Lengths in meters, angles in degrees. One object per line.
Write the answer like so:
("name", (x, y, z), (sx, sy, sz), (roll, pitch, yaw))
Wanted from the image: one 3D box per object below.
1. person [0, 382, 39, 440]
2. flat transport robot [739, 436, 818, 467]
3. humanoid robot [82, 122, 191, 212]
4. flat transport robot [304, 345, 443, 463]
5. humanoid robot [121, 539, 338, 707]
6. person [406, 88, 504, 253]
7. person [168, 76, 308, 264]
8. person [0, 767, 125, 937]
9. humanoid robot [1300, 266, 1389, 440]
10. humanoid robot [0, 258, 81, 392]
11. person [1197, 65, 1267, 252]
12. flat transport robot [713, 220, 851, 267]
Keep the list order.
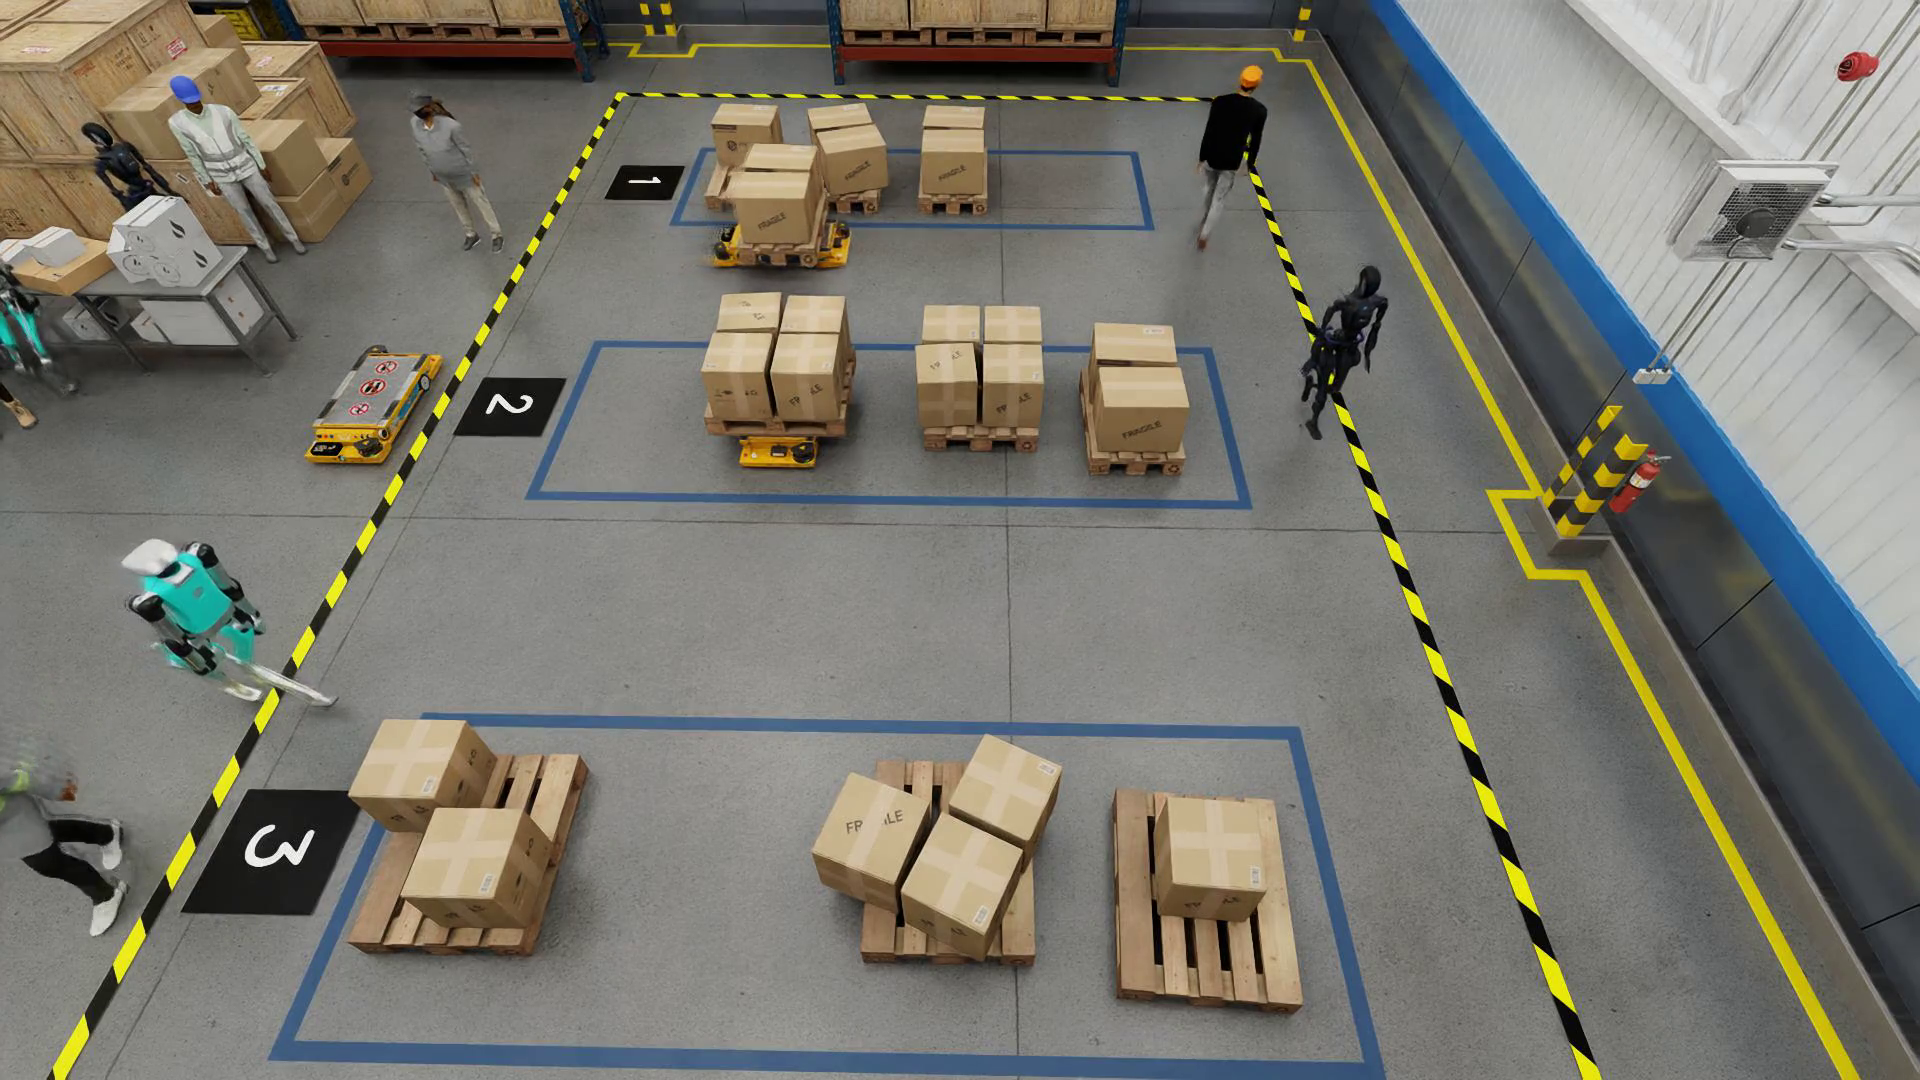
("person", (-8.676, -1.664, 7.625), (0.398, 2.035, 0.598), (34, 58, 25))
("flat transport robot", (-1.582, -1.235, 8.394), (0.652, 0.197, 1.431), (1, 50, 1))
("humanoid robot", (-8.227, -3.438, 9.350), (0.375, 1.655, 0.599), (5, 50, 4))
("flat transport robot", (-5.383, -1.269, 8.441), (0.659, 0.231, 1.431), (1, 50, 1))
("humanoid robot", (-4.873, 0.603, 5.909), (1.040, 1.736, 0.549), (9, 50, 8))
("person", (-5.323, -3.878, 9.667), (0.564, 1.763, 0.402), (6, 50, 5))
("person", (-7.522, -3.821, 9.509), (0.602, 1.939, 0.411), (-31, 56, -23))
("person", (-5.304, 1.582, 5.020), (0.611, 1.804, 0.866), (-13, 51, -11))
("humanoid robot", (3.225, -1.670, 7.866), (0.607, 1.632, 0.597), (-7, 50, -6))
("humanoid robot", (-8.450, -1.942, 8.079), (0.540, 1.847, 0.662), (-19, 52, -15))
("person", (2.880, -4.111, 9.826), (0.583, 1.818, 0.994), (20, 53, 16))
("flat transport robot", (-1.950, -3.288, 10.131), (1.431, 0.197, 0.652), (1, 50, 1))
